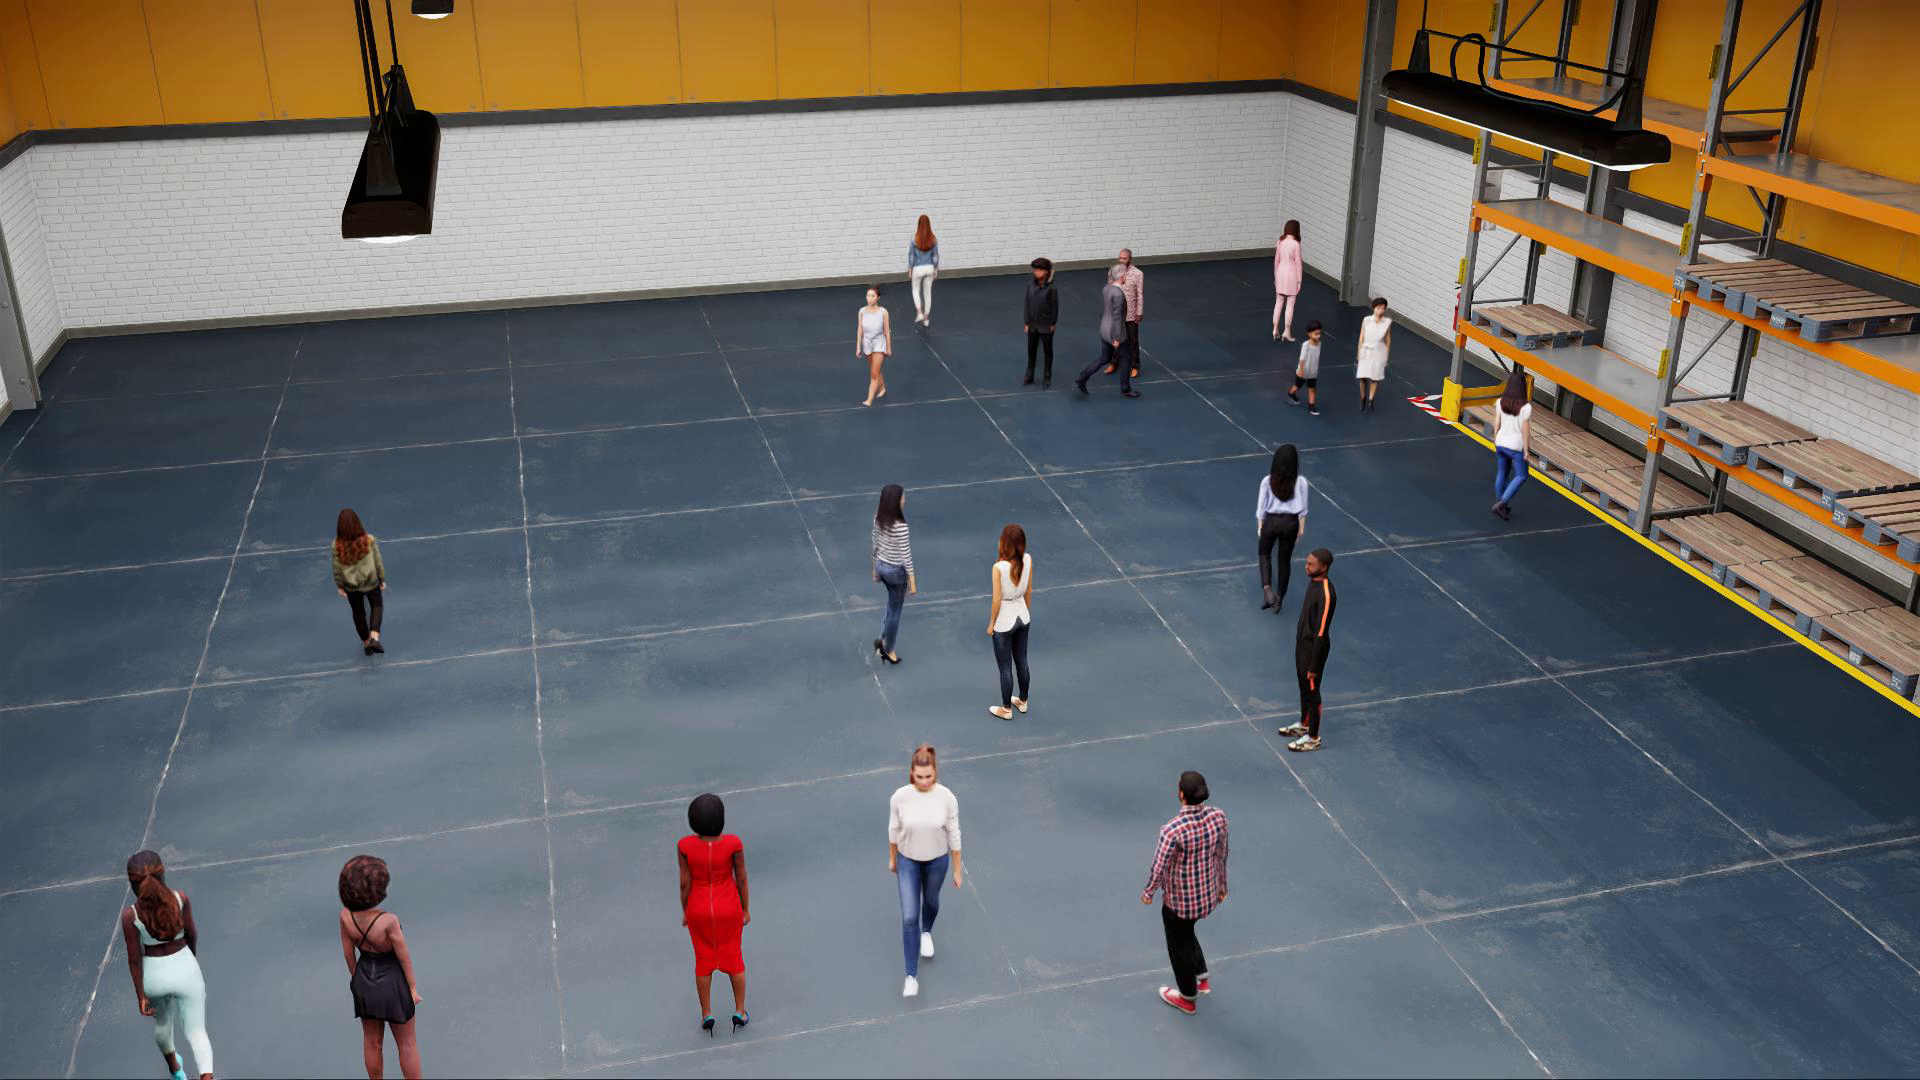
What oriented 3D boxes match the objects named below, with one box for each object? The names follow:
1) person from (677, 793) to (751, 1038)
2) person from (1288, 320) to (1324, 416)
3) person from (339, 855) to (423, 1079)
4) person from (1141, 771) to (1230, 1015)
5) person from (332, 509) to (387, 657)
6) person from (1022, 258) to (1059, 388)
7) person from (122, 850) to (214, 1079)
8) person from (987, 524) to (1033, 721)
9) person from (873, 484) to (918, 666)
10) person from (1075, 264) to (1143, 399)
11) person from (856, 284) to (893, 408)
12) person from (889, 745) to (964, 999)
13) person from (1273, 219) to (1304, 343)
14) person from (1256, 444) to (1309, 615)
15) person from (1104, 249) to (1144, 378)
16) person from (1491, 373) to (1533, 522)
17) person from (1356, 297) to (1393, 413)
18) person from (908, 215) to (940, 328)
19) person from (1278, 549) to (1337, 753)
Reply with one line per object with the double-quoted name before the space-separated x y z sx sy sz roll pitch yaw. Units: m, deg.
"person" -1.545 2.356 10.470 0.609 1.744 0.542 -2 24 -5
"person" 4.513 -2.273 21.696 0.586 1.232 0.884 -12 26 -26
"person" -3.385 2.646 9.750 0.663 1.787 0.694 5 24 11
"person" 1.503 2.294 10.607 0.792 1.746 0.795 -18 29 -35
"person" -5.484 0.424 15.229 0.586 1.471 0.698 -6 24 -14
"person" 1.099 -2.974 22.618 0.727 1.778 0.765 9 25 20
"person" -4.627 2.665 9.832 0.714 1.687 1.150 -14 27 -29
"person" 0.446 0.697 14.211 0.673 1.785 0.657 -17 29 -34
"person" -0.685 0.360 14.993 0.795 1.777 0.713 -19 30 -37
"person" 1.959 -2.726 22.031 0.809 1.795 1.067 -7 24 -15
"person" -1.102 -2.564 21.955 0.976 1.558 1.128 9 25 19
"person" -0.244 2.112 11.101 0.804 1.683 1.112 0 24 -1
"person" 4.821 -3.828 24.543 0.632 1.801 0.755 22 32 40
"person" 3.094 -0.059 16.002 0.778 1.737 0.839 2 24 4
"person" 2.285 -3.159 23.019 0.795 1.797 0.841 12 26 25
"person" 5.990 -0.982 18.186 0.839 1.678 0.800 -15 28 -31
"person" 5.374 -2.426 21.663 0.672 1.540 0.730 4 24 9
"person" -0.545 -4.052 25.192 0.651 1.692 0.606 -4 24 -10
"person" 2.930 0.885 13.751 0.734 1.810 0.578 0 24 -1
